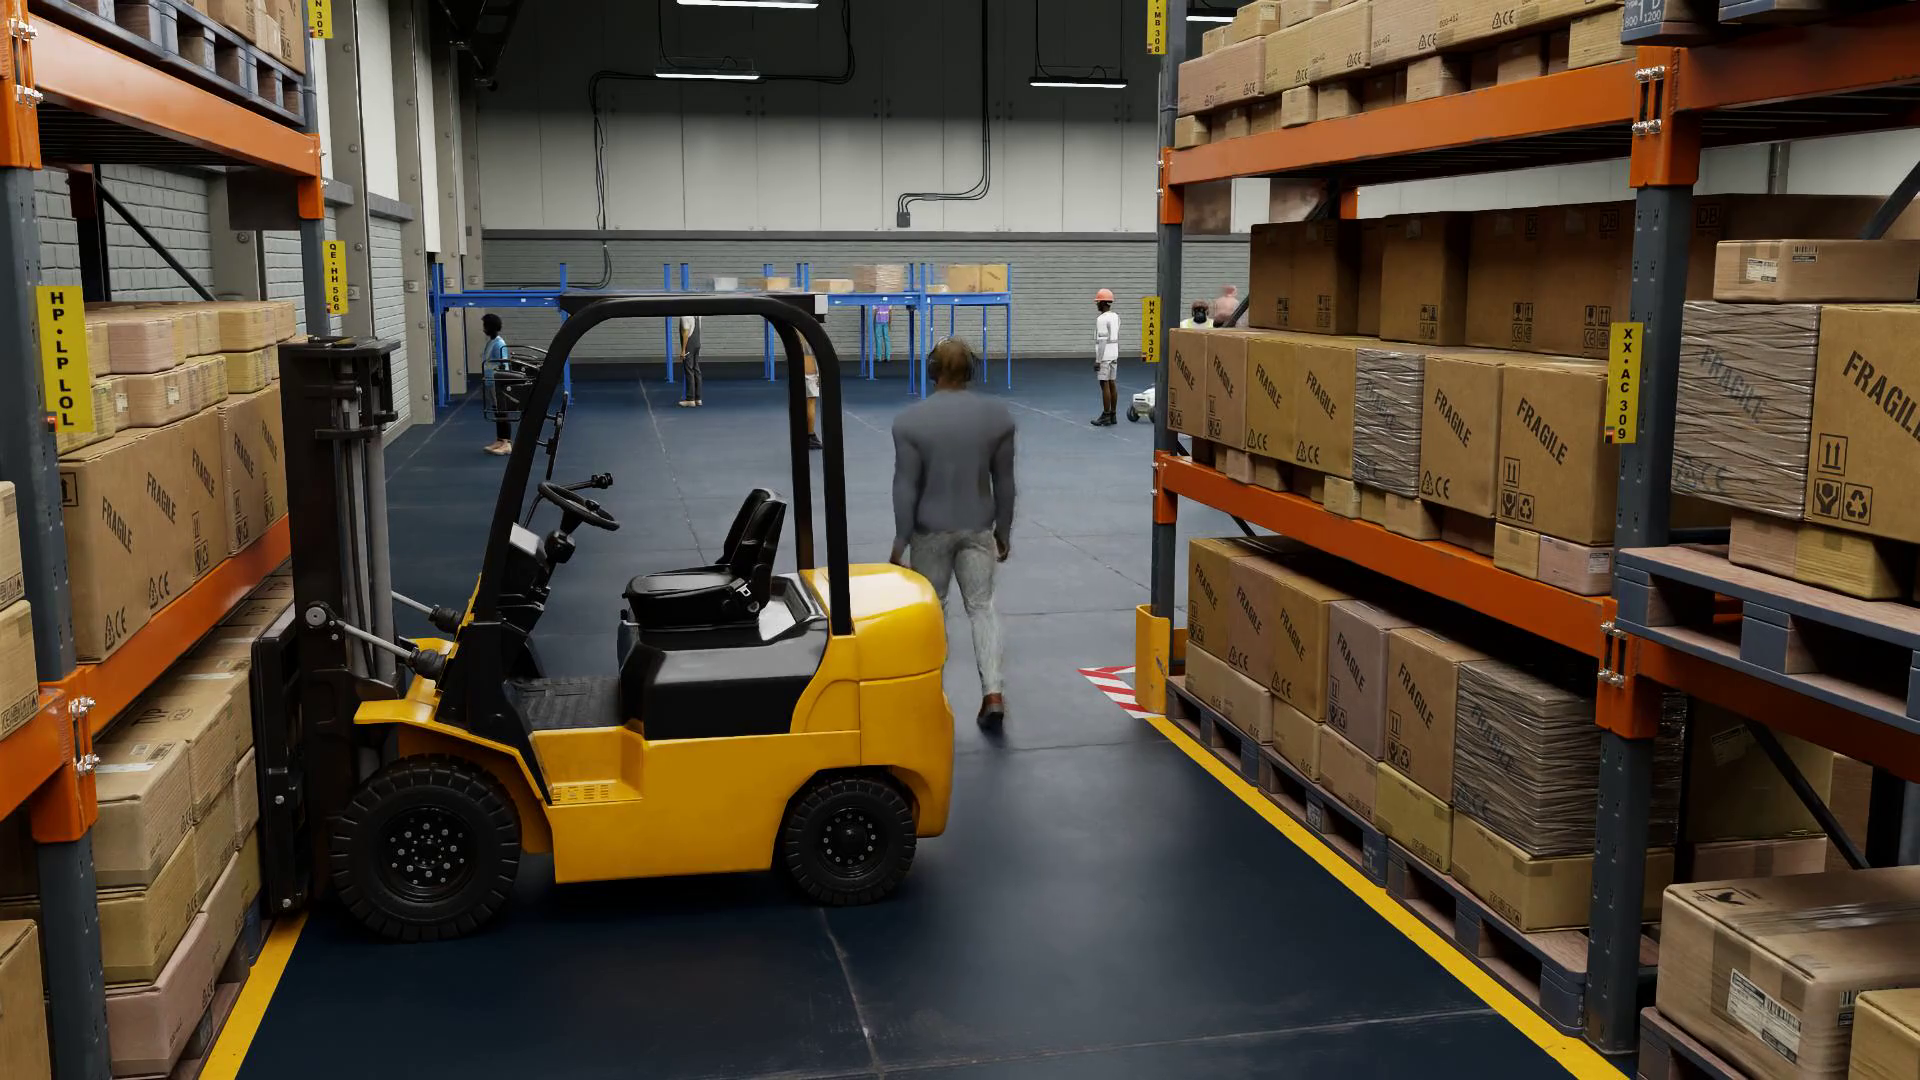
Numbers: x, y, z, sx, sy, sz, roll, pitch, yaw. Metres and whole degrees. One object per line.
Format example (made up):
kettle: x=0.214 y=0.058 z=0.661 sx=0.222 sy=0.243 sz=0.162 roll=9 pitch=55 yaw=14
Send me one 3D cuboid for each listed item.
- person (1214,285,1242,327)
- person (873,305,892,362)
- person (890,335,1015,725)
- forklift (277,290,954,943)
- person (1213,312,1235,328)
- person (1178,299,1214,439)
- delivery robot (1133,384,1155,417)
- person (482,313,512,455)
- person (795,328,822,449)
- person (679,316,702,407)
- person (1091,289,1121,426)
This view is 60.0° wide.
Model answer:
person: x=5.678 y=-4.430 z=35.071 sx=0.720 sy=1.873 sz=0.659 roll=-5 pitch=11 yaw=-30
person: x=-1.864 y=-5.147 z=39.513 sx=0.568 sy=1.843 sz=0.374 roll=-6 pitch=11 yaw=-33
person: x=-0.030 y=-0.041 z=8.243 sx=0.644 sy=1.955 sz=0.641 roll=-3 pitch=10 yaw=-17
forklift: x=-1.179 y=0.175 z=6.143 sx=2.313 sy=2.155 sz=1.214 roll=-2 pitch=10 yaw=-12
person: x=2.575 y=-1.342 z=16.421 sx=0.618 sy=1.814 sz=0.893 roll=6 pitch=11 yaw=32
person: x=3.108 y=-2.231 z=21.766 sx=0.630 sy=1.843 sz=0.429 roll=2 pitch=10 yaw=12
delivery robot: x=2.862 y=-2.050 z=24.404 sx=0.477 sy=0.478 sz=0.707 roll=9 pitch=13 yaw=44
person: x=-5.597 y=-1.885 z=20.077 sx=0.321 sy=1.698 sz=0.530 roll=-5 pitch=11 yaw=-29
person: x=-1.912 y=-2.118 z=20.774 sx=0.551 sy=1.935 sz=0.375 roll=7 pitch=12 yaw=37
person: x=-4.390 y=-3.096 z=27.013 sx=0.332 sy=1.845 sz=0.516 roll=4 pitch=10 yaw=21
person: x=2.073 y=-2.619 z=23.819 sx=0.362 sy=1.939 sz=0.542 roll=5 pitch=11 yaw=30
